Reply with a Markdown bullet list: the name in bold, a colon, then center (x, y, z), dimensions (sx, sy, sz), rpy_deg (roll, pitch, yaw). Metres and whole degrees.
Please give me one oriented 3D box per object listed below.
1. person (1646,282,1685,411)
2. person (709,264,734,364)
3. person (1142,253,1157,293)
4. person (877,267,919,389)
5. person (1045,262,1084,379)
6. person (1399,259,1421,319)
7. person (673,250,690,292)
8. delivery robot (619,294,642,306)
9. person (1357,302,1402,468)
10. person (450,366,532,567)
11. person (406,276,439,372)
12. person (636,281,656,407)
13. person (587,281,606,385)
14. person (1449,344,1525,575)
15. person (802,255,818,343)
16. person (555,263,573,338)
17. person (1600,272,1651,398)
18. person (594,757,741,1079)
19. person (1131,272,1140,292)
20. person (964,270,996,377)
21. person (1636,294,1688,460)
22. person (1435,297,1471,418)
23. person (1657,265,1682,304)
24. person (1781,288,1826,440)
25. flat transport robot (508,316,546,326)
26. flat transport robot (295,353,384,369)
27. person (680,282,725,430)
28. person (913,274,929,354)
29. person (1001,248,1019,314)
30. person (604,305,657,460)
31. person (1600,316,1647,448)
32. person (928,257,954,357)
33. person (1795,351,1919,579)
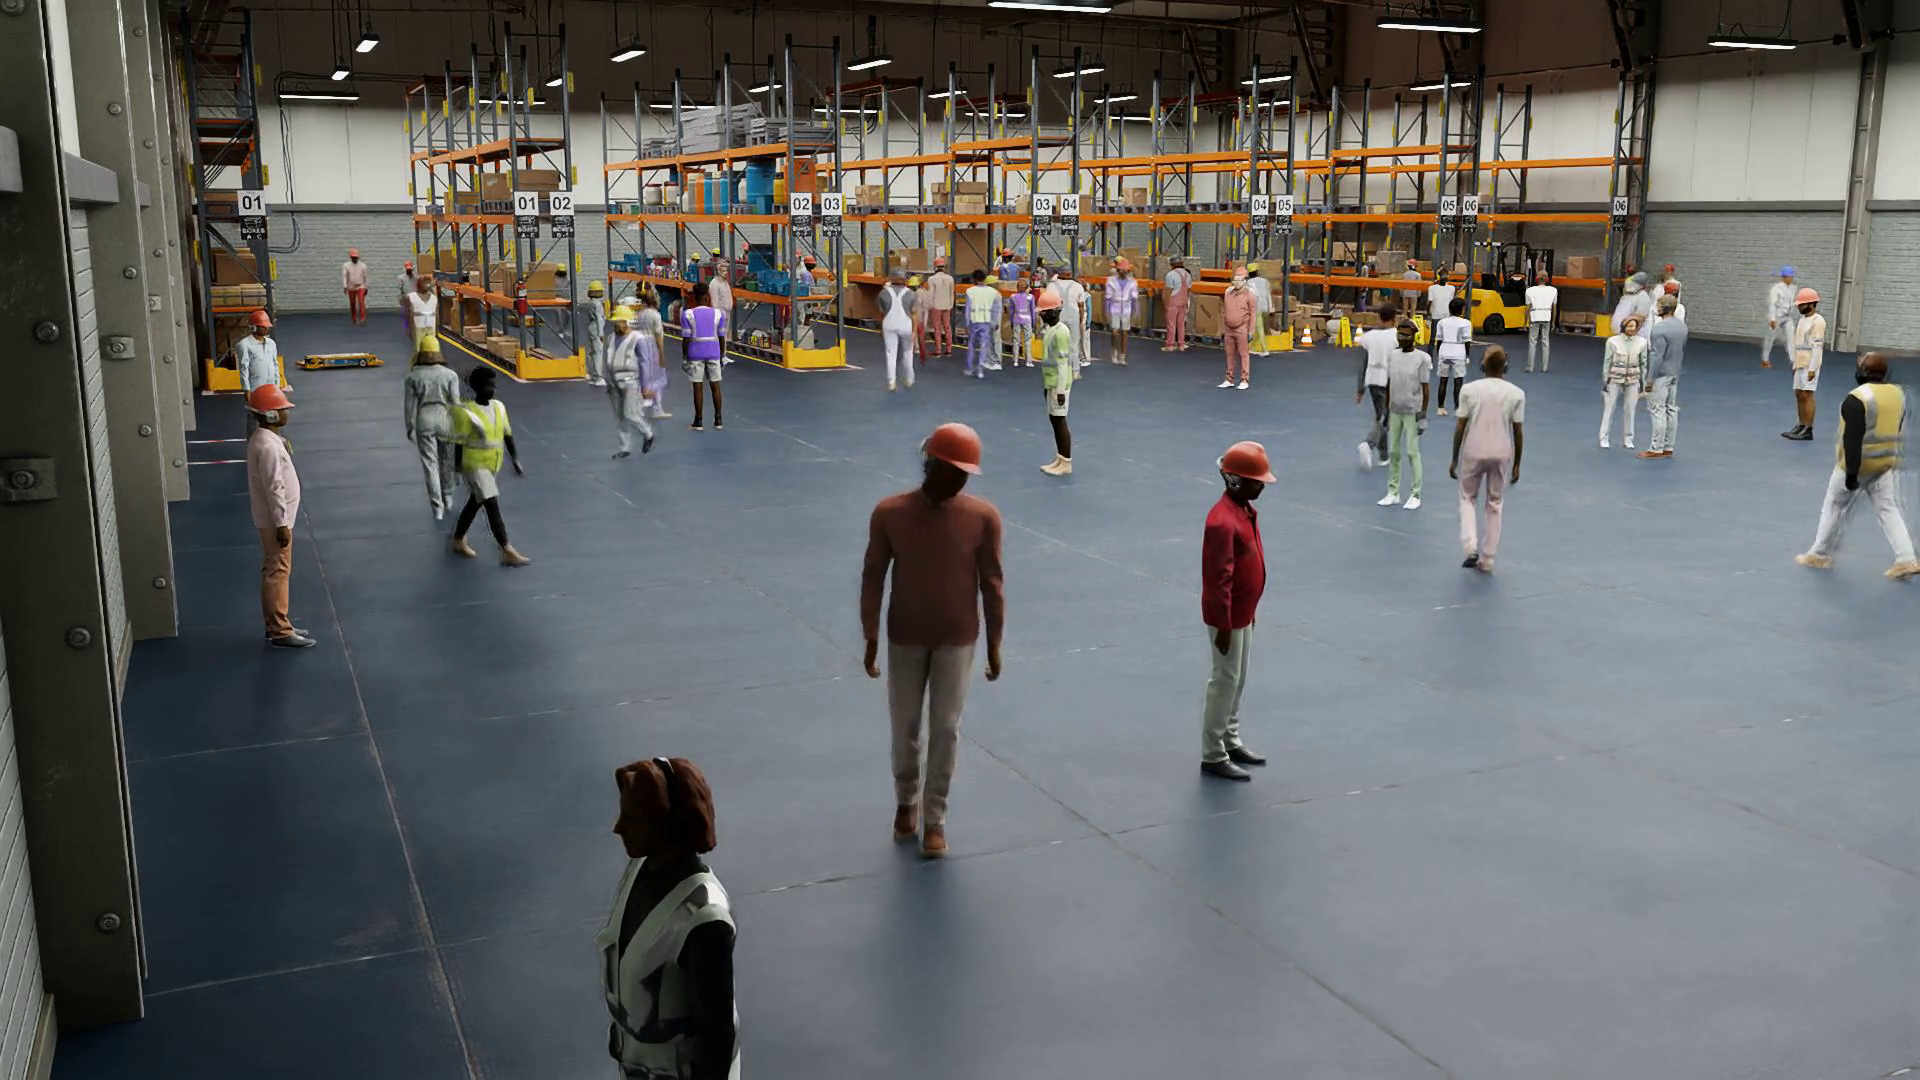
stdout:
- **person**: center (10.275, -2.810, 24.208), dimensions (0.337, 1.882, 0.584), rpy_deg (-6, 13, -29)
- **person**: center (-4.547, -4.329, 31.875), dimensions (0.405, 1.906, 0.653), rpy_deg (3, 11, 13)
- **person**: center (5.266, -7.097, 46.197), dimensions (0.613, 1.812, 0.586), rpy_deg (-4, 12, -21)
- **person**: center (-1.003, -3.515, 27.394), dimensions (0.690, 2.000, 1.015), rpy_deg (1, 11, 6)
- **person**: center (1.822, -3.806, 28.873), dimensions (0.678, 2.000, 0.536), rpy_deg (2, 11, 8)
- **person**: center (11.057, -6.007, 40.803), dimensions (0.564, 1.747, 0.339), rpy_deg (10, 15, 42)
- **person**: center (-7.920, -7.381, 47.500), dimensions (0.616, 1.864, 0.461), rpy_deg (4, 12, 19)
- **delivery robot**: center (-9.436, -6.793, 47.602), dimensions (0.477, 0.478, 0.707), rpy_deg (6, 12, 26)
- **person**: center (4.754, -1.746, 18.815), dimensions (0.822, 1.885, 0.592), rpy_deg (-10, 15, -42)
- **person**: center (-3.927, -0.613, 13.688), dimensions (0.930, 1.642, 0.537), rpy_deg (5, 12, 23)
- **person**: center (-9.172, -3.603, 28.435), dimensions (0.600, 1.806, 0.698), rpy_deg (-10, 15, -43)
- **person**: center (-4.676, -2.927, 24.843), dimensions (0.311, 1.869, 0.532), rpy_deg (-2, 11, -8)
- **person**: center (-6.082, -3.470, 27.936), dimensions (0.329, 1.740, 0.504), rpy_deg (-7, 13, -31)
- **person**: center (4.195, -0.635, 13.270), dimensions (0.565, 1.837, 0.396), rpy_deg (2, 11, 10)
- **person**: center (-3.353, -5.366, 37.064), dimensions (0.356, 1.939, 0.543), rpy_deg (-1, 11, -4)
- **person**: center (-9.174, -5.523, 38.408), dimensions (0.499, 1.728, 0.545), rpy_deg (-6, 13, -27)
- **person**: center (10.494, -3.256, 26.078), dimensions (0.591, 2.000, 0.739), rpy_deg (0, 11, -2)
- **person**: center (-0.676, 1.298, 3.955), dimensions (0.307, 1.641, 0.511), rpy_deg (-7, 13, -32)
- **person**: center (5.478, -8.145, 51.960), dimensions (0.286, 1.633, 0.501), rpy_deg (8, 14, 35)
- **person**: center (0.325, -3.836, 29.451), dimensions (0.591, 1.863, 0.930), rpy_deg (-2, 11, -12)
- **person**: center (8.219, -1.900, 19.448), dimensions (0.636, 1.938, 0.358), rpy_deg (-9, 14, -38)
- **person**: center (6.961, -2.573, 23.483), dimensions (0.322, 1.696, 0.536), rpy_deg (-11, 15, -44)
- **person**: center (13.576, -4.338, 31.981), dimensions (0.576, 1.881, 0.354), rpy_deg (-5, 12, -22)
- **person**: center (10.747, -2.233, 21.177), dimensions (0.394, 1.927, 0.550), rpy_deg (1, 11, 3)
- **flat transport robot**: center (-11.161, -5.624, 42.623), dimensions (0.652, 0.197, 1.431), rpy_deg (-7, 13, -33)
- **flat transport robot**: center (-11.622, -3.367, 31.155), dimensions (1.431, 0.197, 0.652), rpy_deg (-9, 14, -38)
- **person**: center (-3.422, -2.446, 22.168), dimensions (0.608, 1.959, 0.384), rpy_deg (-5, 12, -23)
- **person**: center (-0.821, -4.641, 34.137), dimensions (0.307, 1.641, 0.514), rpy_deg (3, 12, 16)
- **person**: center (1.131, -5.888, 39.448), dimensions (0.390, 2.040, 0.614), rpy_deg (8, 14, 36)
- **person**: center (-3.891, -1.844, 19.473), dimensions (0.597, 1.817, 0.495), rpy_deg (8, 14, 35)
- **person**: center (8.149, -1.933, 20.413), dimensions (0.522, 1.632, 0.314), rpy_deg (1, 11, 6)
- **person**: center (-0.402, -4.654, 33.300), dimensions (0.612, 1.995, 0.393), rpy_deg (-8, 13, -34)
- **person**: center (7.244, -0.598, 13.220), dimensions (0.625, 1.798, 0.969), rpy_deg (-5, 12, -24)
